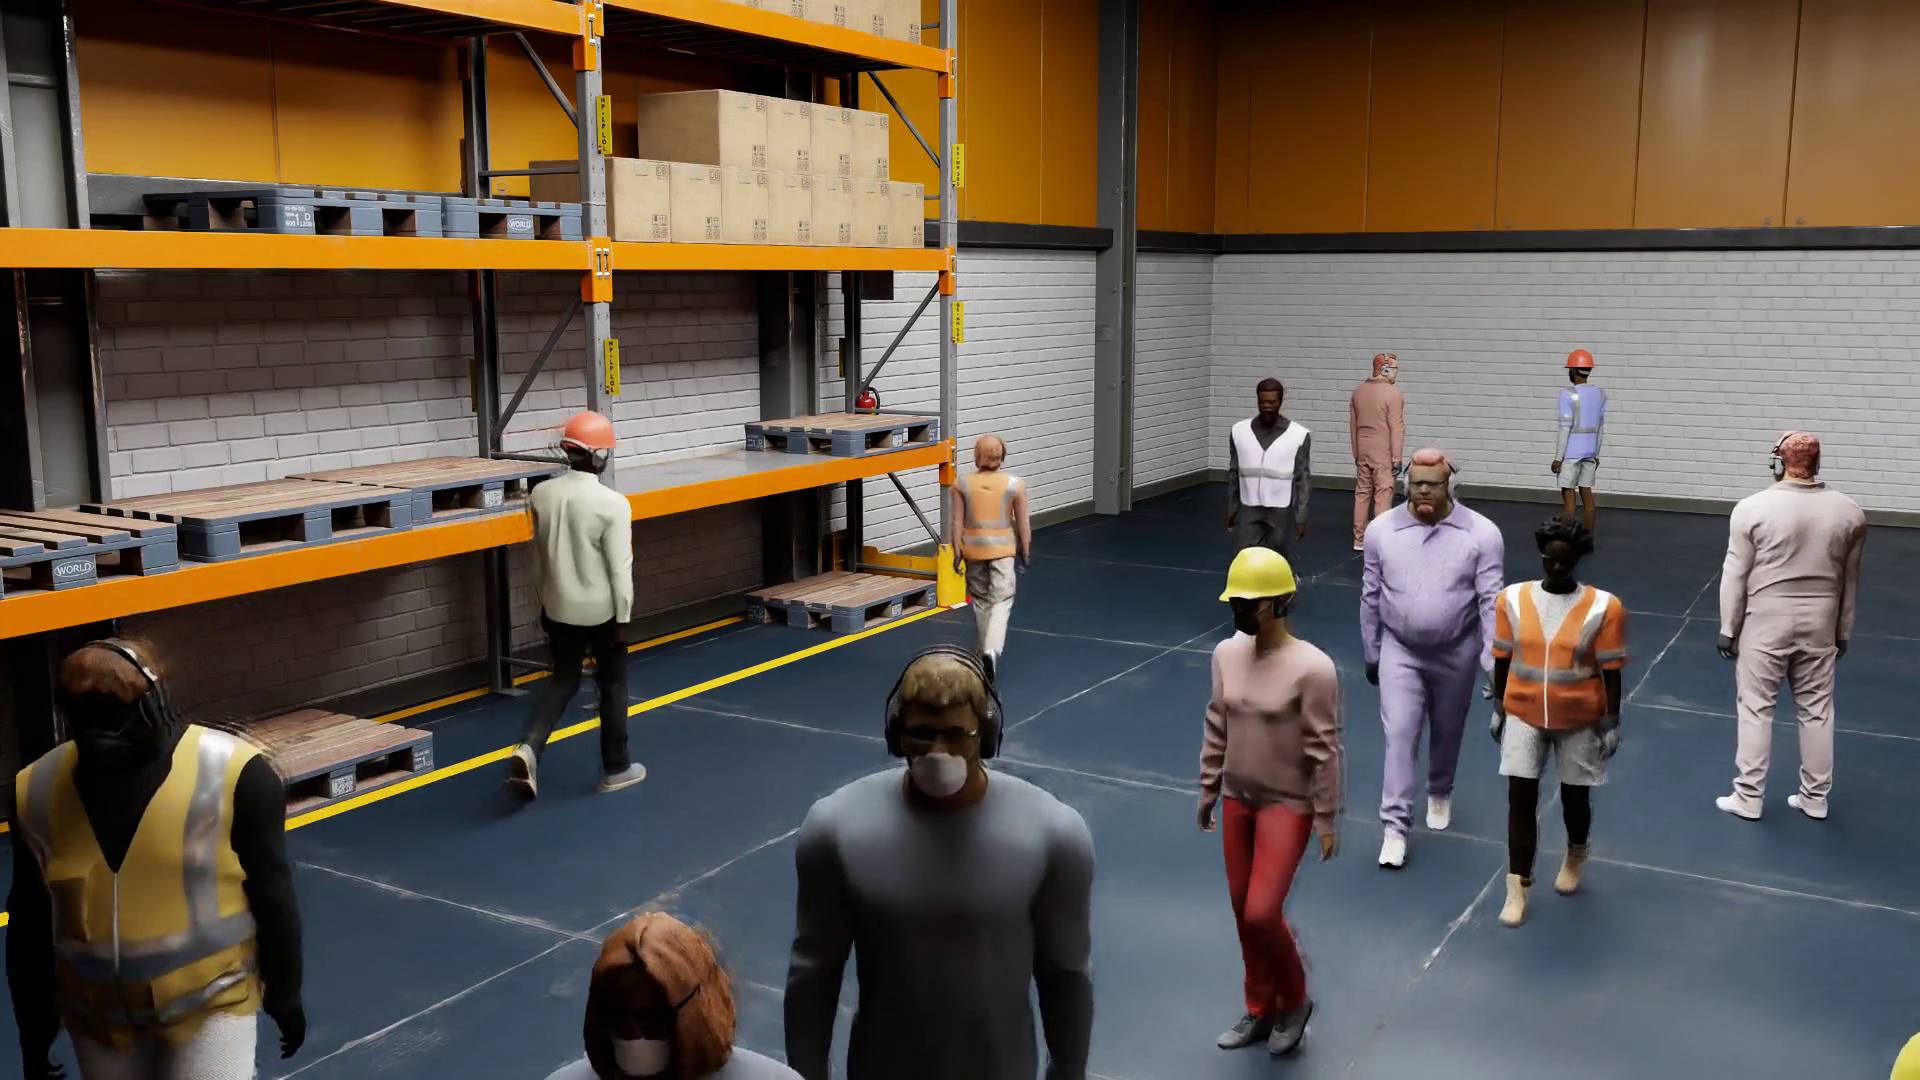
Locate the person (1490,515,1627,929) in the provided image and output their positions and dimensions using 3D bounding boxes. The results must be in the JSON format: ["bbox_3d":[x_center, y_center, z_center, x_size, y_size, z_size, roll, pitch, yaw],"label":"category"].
[{"bbox_3d":[2.456,0.717,6.872,0.542,1.677,0.672,5,11,31],"label":"person"}]

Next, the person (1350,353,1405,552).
[{"bbox_3d":[3.962,-0.807,15.689,0.399,1.905,0.642,-5,10,-27],"label":"person"}]

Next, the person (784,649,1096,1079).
[{"bbox_3d":[-0.039,1.140,3.580,0.648,1.902,0.987,2,9,9],"label":"person"}]

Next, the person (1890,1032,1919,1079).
[{"bbox_3d":[1.165,1.440,2.041,0.607,1.780,0.904,5,10,29],"label":"person"}]

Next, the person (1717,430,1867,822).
[{"bbox_3d":[4.009,0.416,8.089,0.644,1.896,0.398,0,9,-1],"label":"person"}]

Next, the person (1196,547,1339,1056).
[{"bbox_3d":[1.003,0.889,5.579,0.388,1.747,0.547,-7,11,-37],"label":"person"}]

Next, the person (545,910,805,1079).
[{"bbox_3d":[-0.483,1.409,2.735,0.539,1.610,0.609,2,9,10],"label":"person"}]

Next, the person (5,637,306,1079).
[{"bbox_3d":[-1.897,1.121,3.907,0.643,1.822,0.497,0,9,-3],"label":"person"}]

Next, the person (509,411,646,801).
[{"bbox_3d":[-1.918,0.344,8.306,0.621,1.969,0.771,4,10,23],"label":"person"}]

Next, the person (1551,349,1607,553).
[{"bbox_3d":[5.807,-0.826,15.701,0.552,1.935,0.369,-4,10,-25],"label":"person"}]

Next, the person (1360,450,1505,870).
[{"bbox_3d":[2.166,0.507,7.649,0.657,1.863,0.996,3,10,19],"label":"person"}]

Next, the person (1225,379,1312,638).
[{"bbox_3d":[2.173,-0.197,11.881,0.629,1.895,0.692,4,10,23],"label":"person"}]

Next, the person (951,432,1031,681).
[{"bbox_3d":[0.194,0.103,10.919,0.525,1.610,0.751,2,9,10],"label":"person"}]
